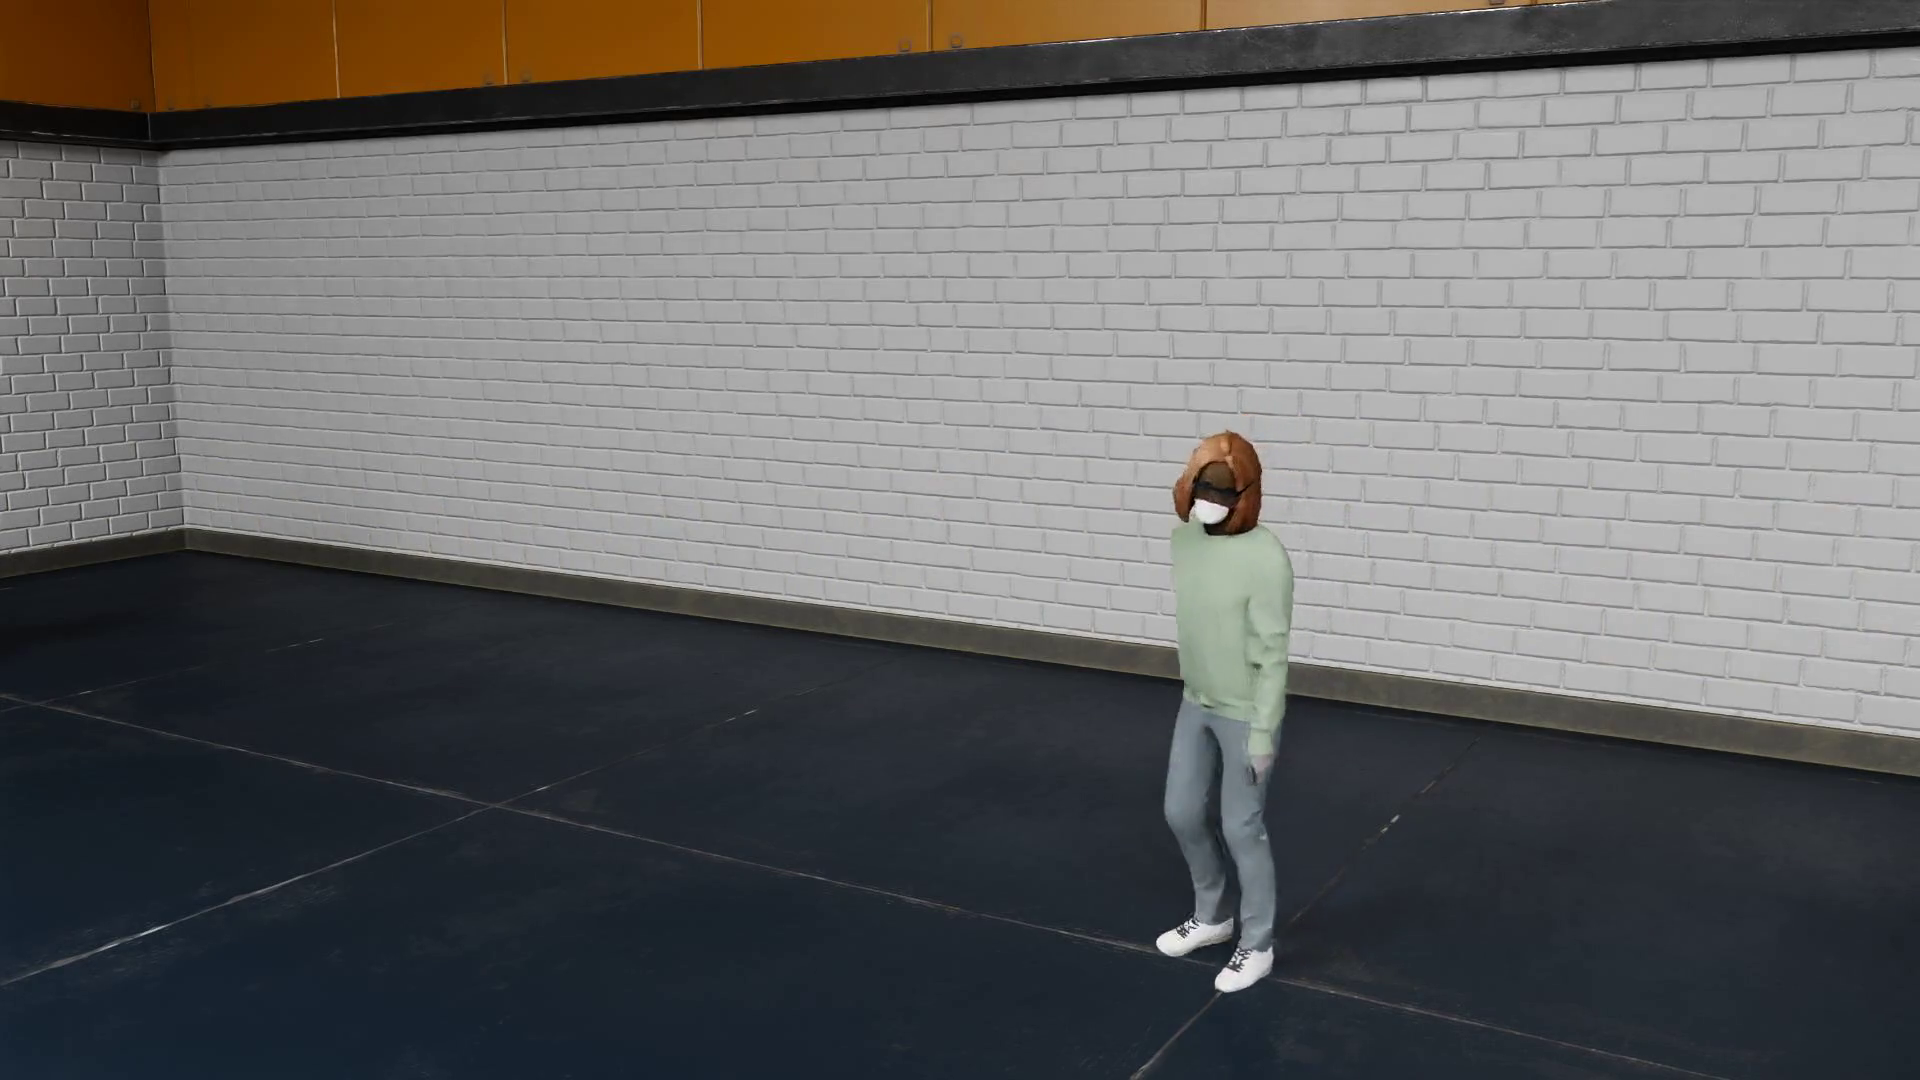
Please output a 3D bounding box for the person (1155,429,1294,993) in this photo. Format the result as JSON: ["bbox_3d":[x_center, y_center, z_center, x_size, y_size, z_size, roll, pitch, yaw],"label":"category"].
[{"bbox_3d":[0.750,0.484,4.627,0.419,1.604,0.523,-5,11,-31],"label":"person"}]
